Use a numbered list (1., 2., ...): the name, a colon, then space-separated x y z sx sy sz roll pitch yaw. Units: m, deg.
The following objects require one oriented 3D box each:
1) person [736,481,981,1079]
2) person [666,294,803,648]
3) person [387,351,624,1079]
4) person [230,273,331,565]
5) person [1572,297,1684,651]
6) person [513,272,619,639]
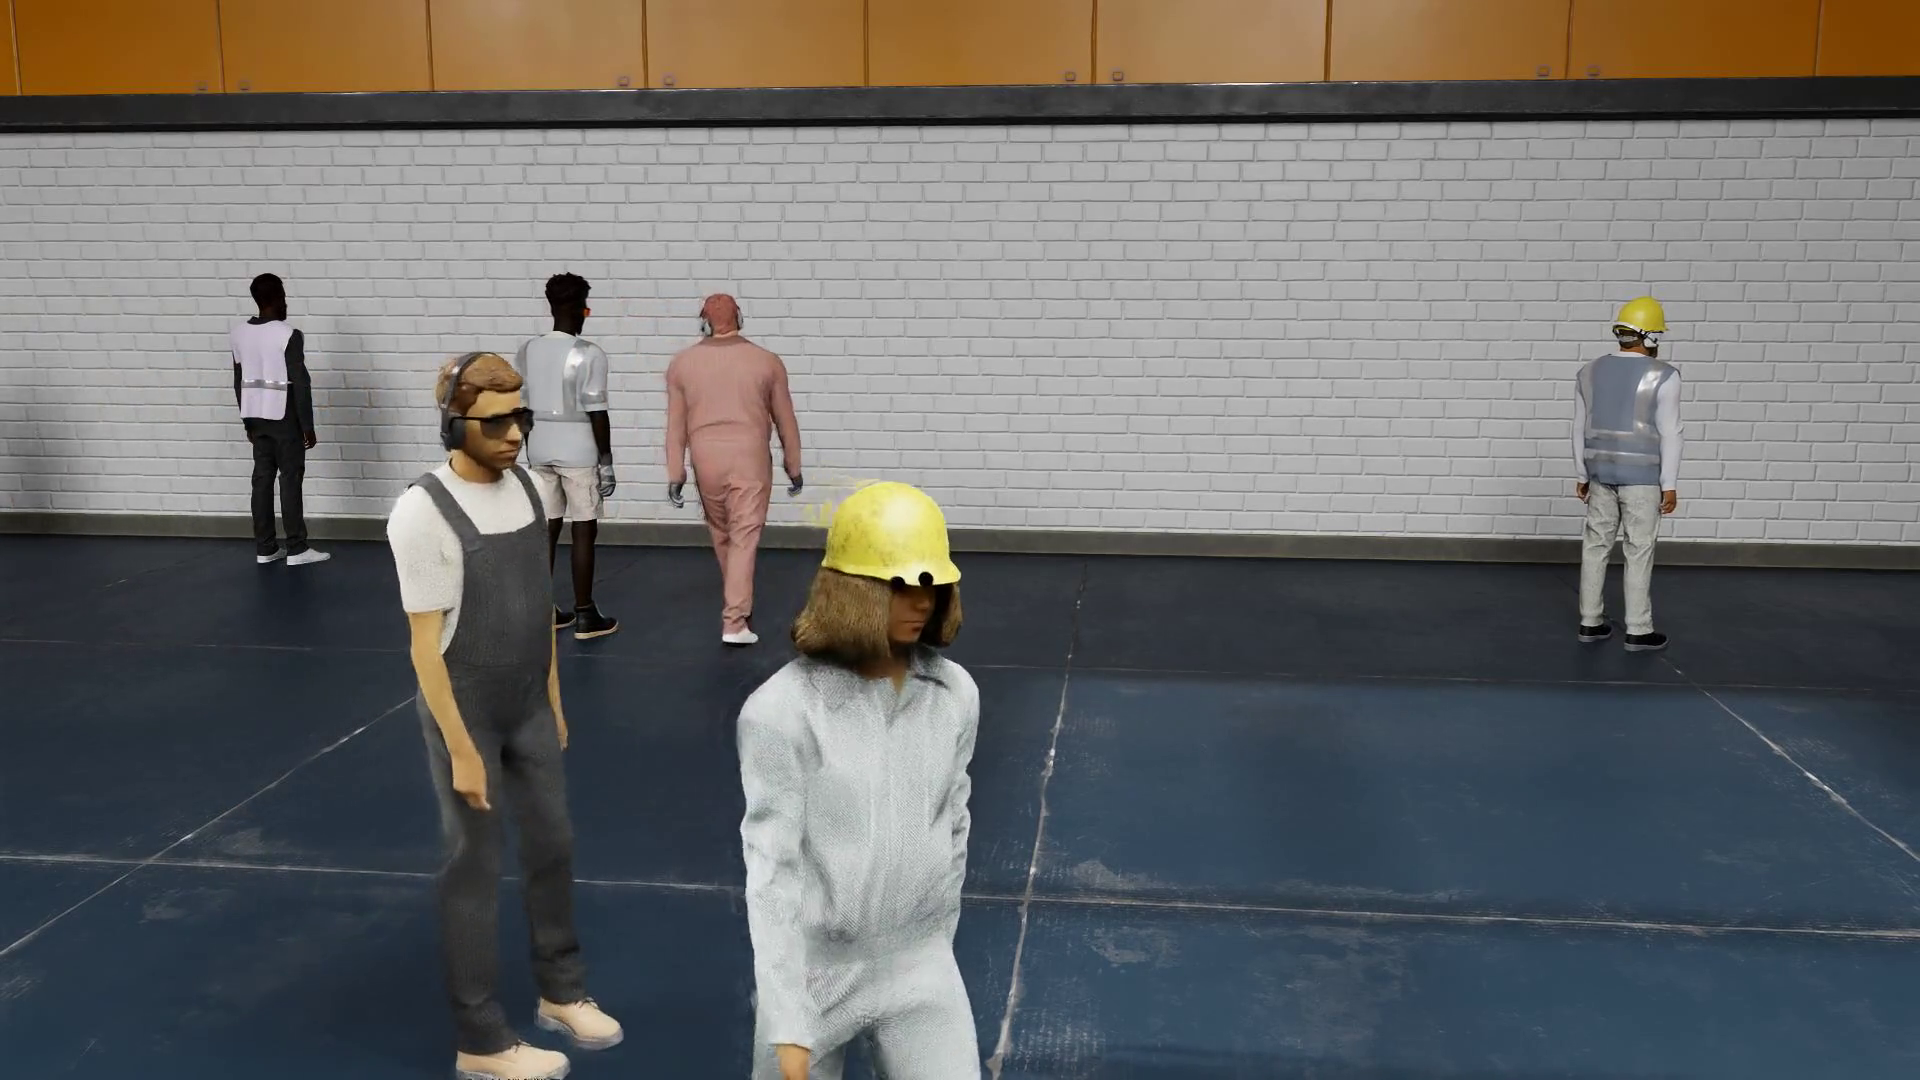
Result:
1. person: -0.195 0.727 2.919 0.489 1.702 0.875 -6 12 -32
2. person: -1.200 -0.390 8.931 0.666 1.836 1.026 1 10 8
3. person: -1.148 0.447 4.135 0.388 1.837 0.523 5 11 27
4. person: -4.512 -0.784 10.970 0.588 1.913 0.388 4 11 21
5. person: 3.488 -0.345 8.681 0.403 1.831 0.595 -7 12 -35
6. person: -2.105 -0.451 8.932 0.607 1.958 0.372 6 11 29
